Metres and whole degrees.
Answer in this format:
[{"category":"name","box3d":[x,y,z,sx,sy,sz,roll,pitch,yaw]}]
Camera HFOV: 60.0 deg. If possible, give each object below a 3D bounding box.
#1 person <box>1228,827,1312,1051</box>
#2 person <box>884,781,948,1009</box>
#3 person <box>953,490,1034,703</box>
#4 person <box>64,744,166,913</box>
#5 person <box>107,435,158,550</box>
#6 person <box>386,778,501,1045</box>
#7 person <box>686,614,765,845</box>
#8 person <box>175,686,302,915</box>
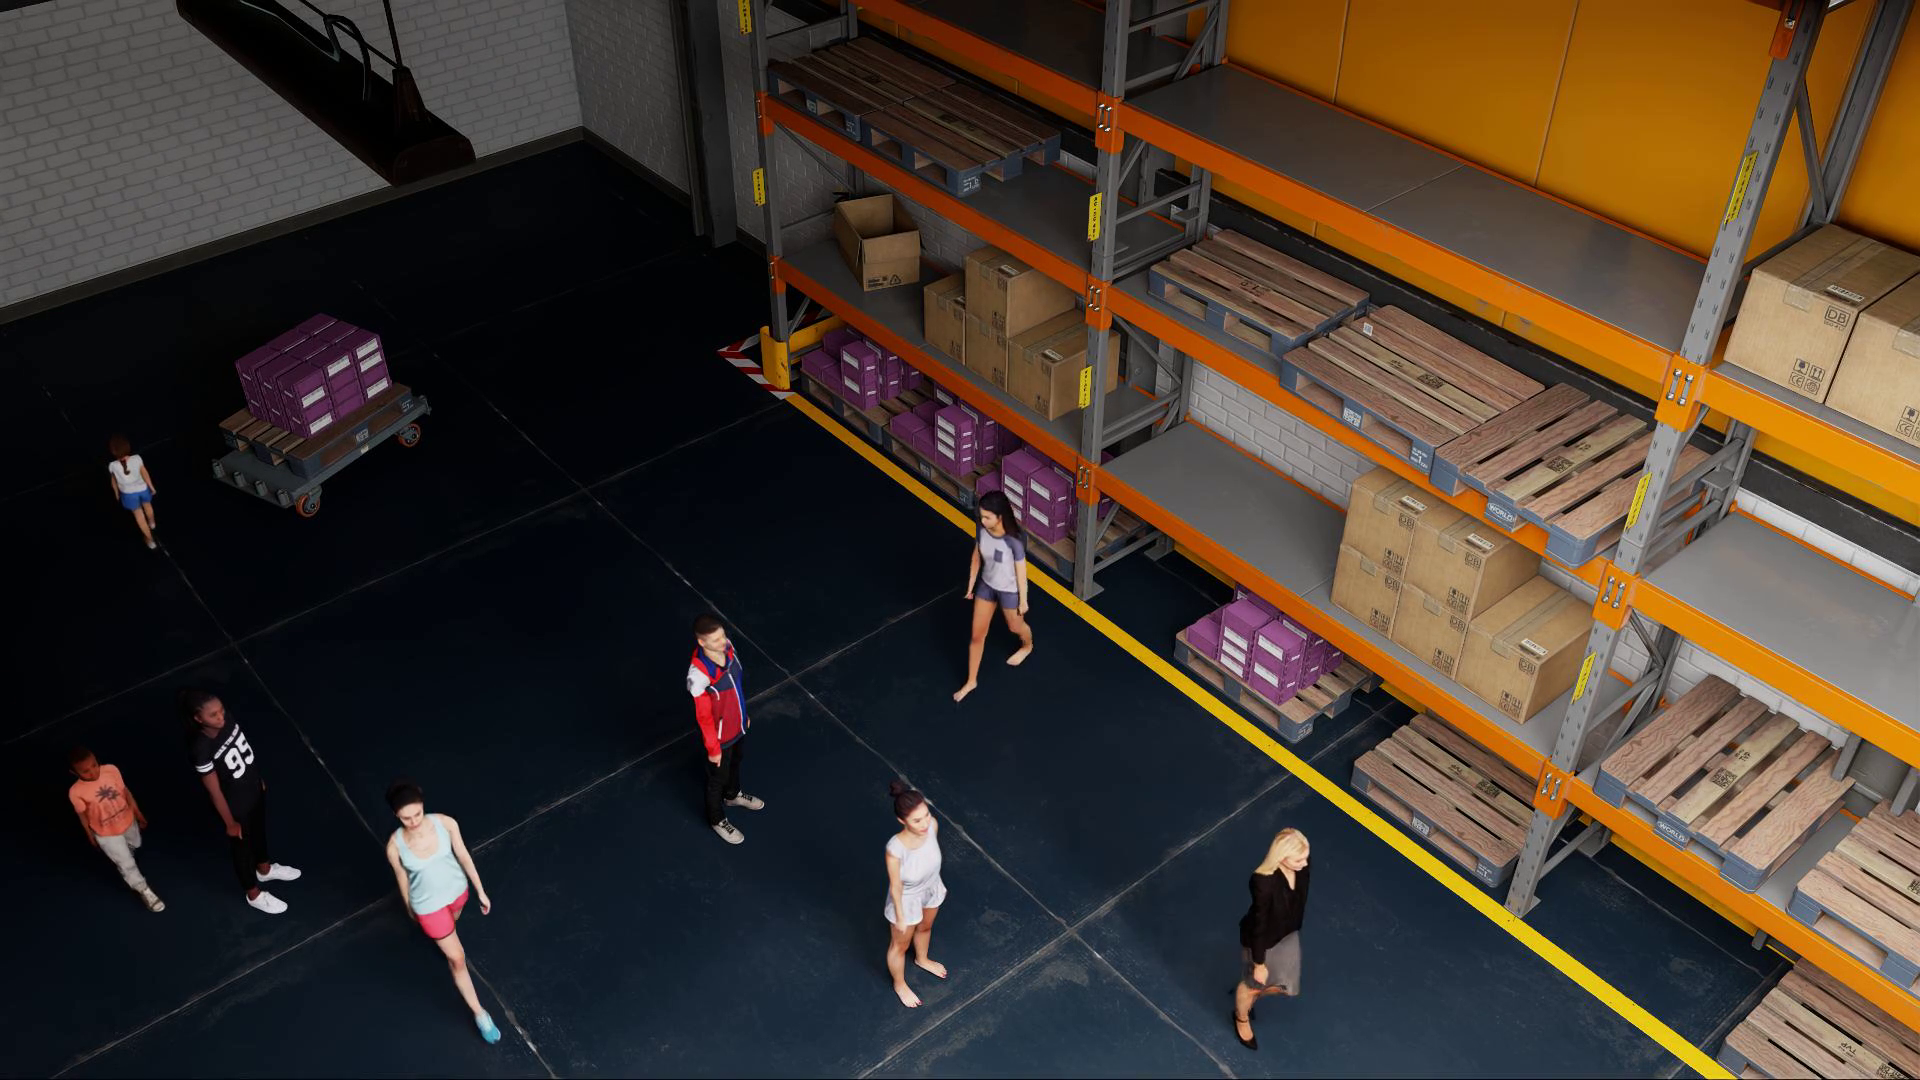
[{"category":"person","box3d":[1.637,2.189,9.265,0.608,1.831,0.675,-25,45,-28]},{"category":"person","box3d":[-0.271,2.041,9.633,0.610,1.604,0.605,27,46,29]},{"category":"person","box3d":[0.264,0.367,11.653,1.005,1.699,0.795,27,46,29]},{"category":"person","box3d":[-5.280,1.715,10.289,0.898,1.294,0.596,25,45,28]},{"category":"person","box3d":[-6.524,-0.374,13.140,0.449,1.001,0.676,-25,45,-28]},{"category":"person","box3d":[-3.011,2.005,9.584,0.560,1.720,1.178,-27,46,-30]},{"category":"person","box3d":[-1.526,1.167,10.605,0.724,1.757,0.724,13,40,16]},{"category":"person","box3d":[-4.404,1.559,10.135,0.755,1.731,0.686,1,39,2]}]
